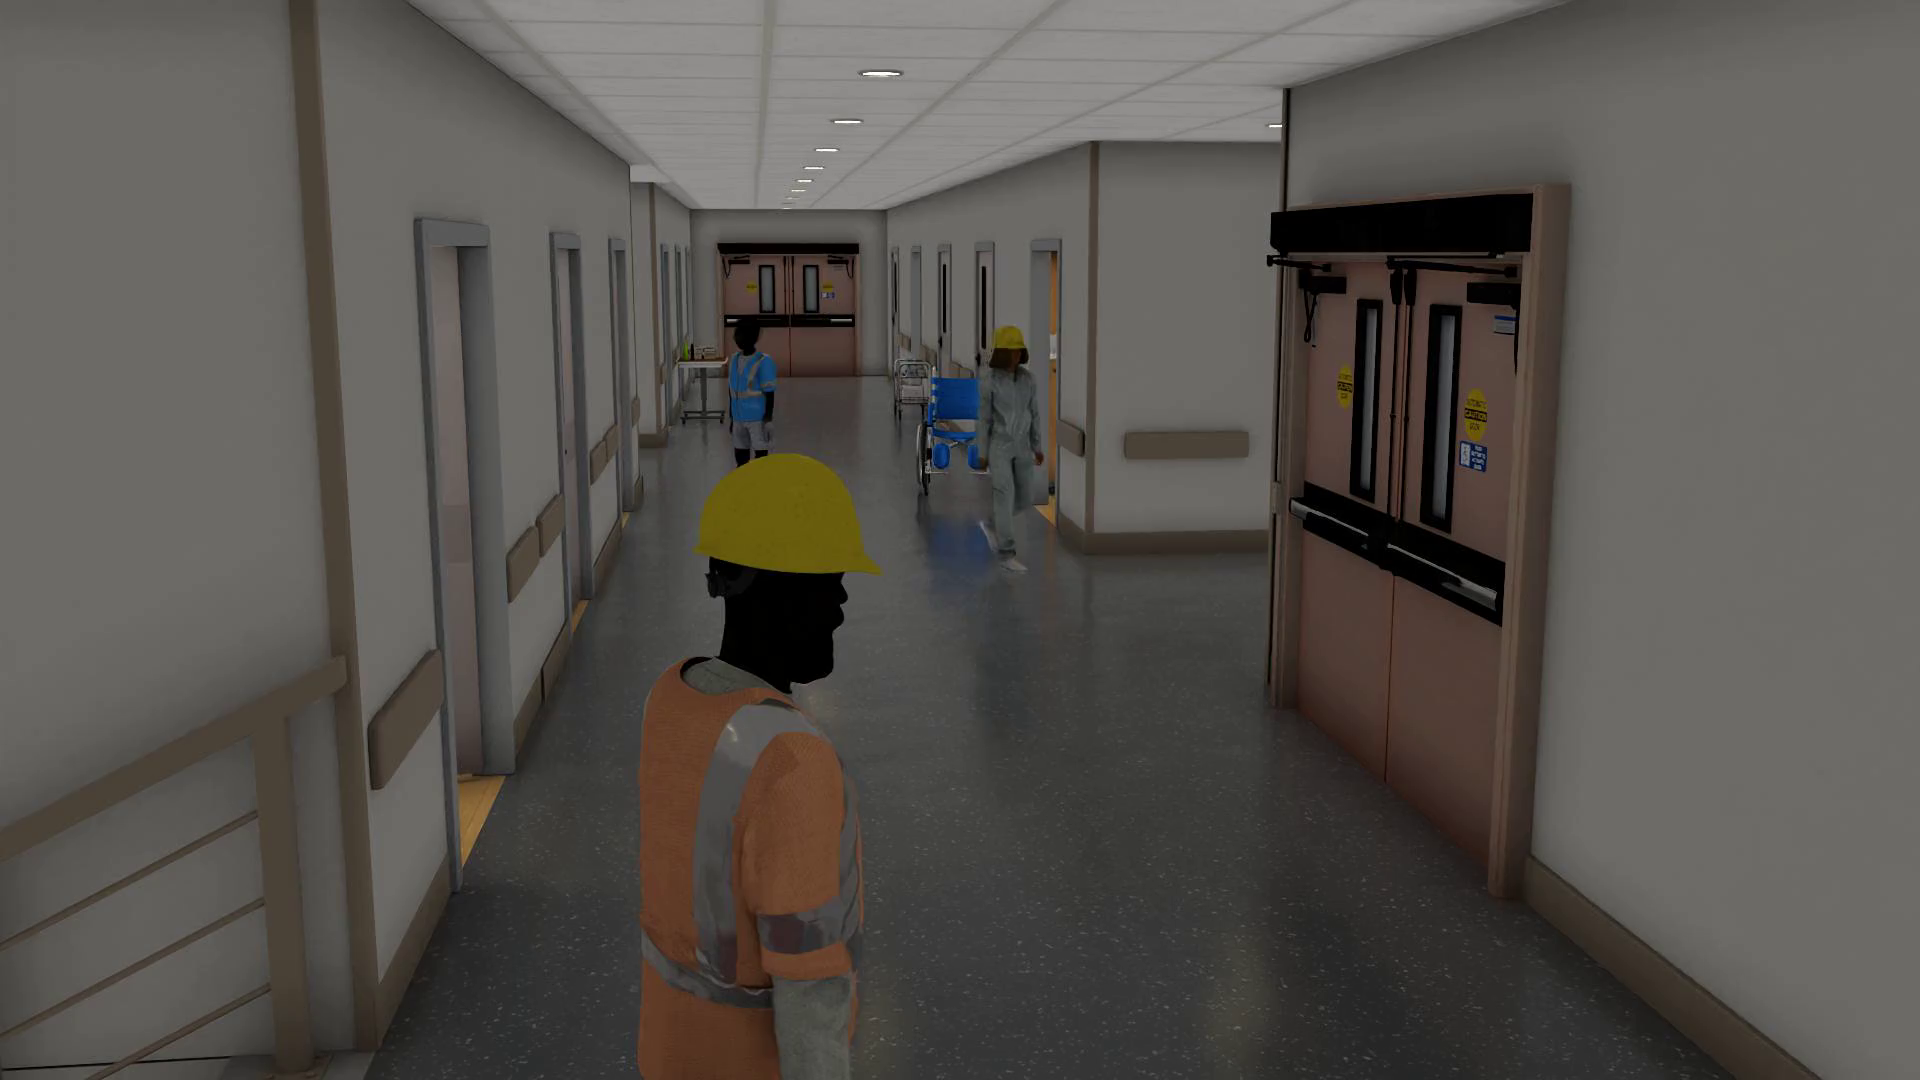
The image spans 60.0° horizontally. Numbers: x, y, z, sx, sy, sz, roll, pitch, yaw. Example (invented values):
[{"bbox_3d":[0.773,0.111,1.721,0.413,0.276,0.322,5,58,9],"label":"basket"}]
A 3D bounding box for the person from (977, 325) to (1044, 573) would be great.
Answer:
[{"bbox_3d":[0.306,-0.656,11.749,0.493,1.725,0.579,-7,12,-37],"label":"person"}]

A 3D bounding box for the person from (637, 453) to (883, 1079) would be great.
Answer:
[{"bbox_3d":[-0.297,0.821,2.615,0.399,1.918,0.588,-5,11,-27],"label":"person"}]

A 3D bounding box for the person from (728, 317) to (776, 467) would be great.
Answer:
[{"bbox_3d":[-1.745,-1.020,13.985,0.581,1.694,0.319,8,13,40],"label":"person"}]
